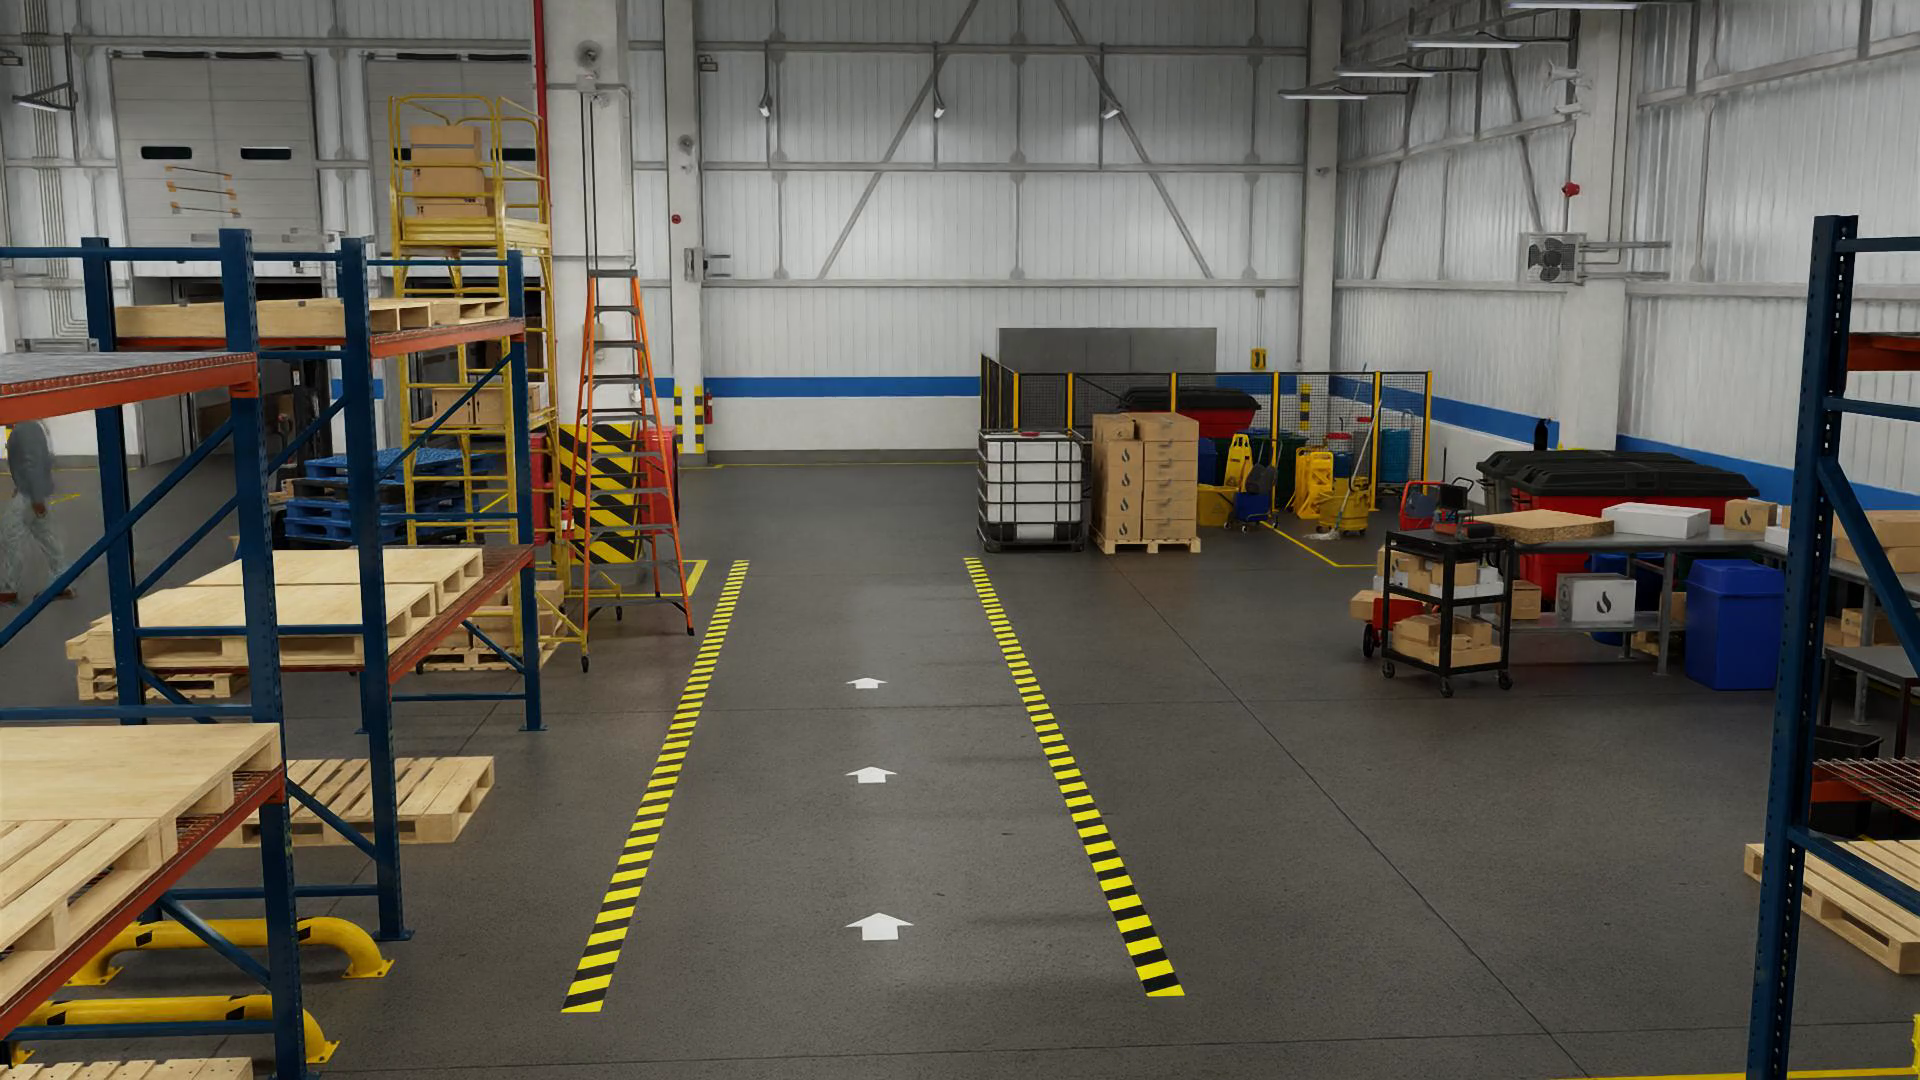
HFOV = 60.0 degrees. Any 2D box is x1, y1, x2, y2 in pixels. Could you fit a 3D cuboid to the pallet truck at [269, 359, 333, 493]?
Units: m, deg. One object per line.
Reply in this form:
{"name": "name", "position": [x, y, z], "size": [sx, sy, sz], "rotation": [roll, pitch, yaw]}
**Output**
{"name": "pallet truck", "position": [-7.062, -1.131, 18.996], "size": [1.885, 1.965, 0.823], "rotation": [2, 9, 13]}

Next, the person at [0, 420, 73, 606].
{"name": "person", "position": [-8.251, -0.373, 14.505], "size": [0.849, 1.904, 0.666], "rotation": [-4, 10, -26]}
